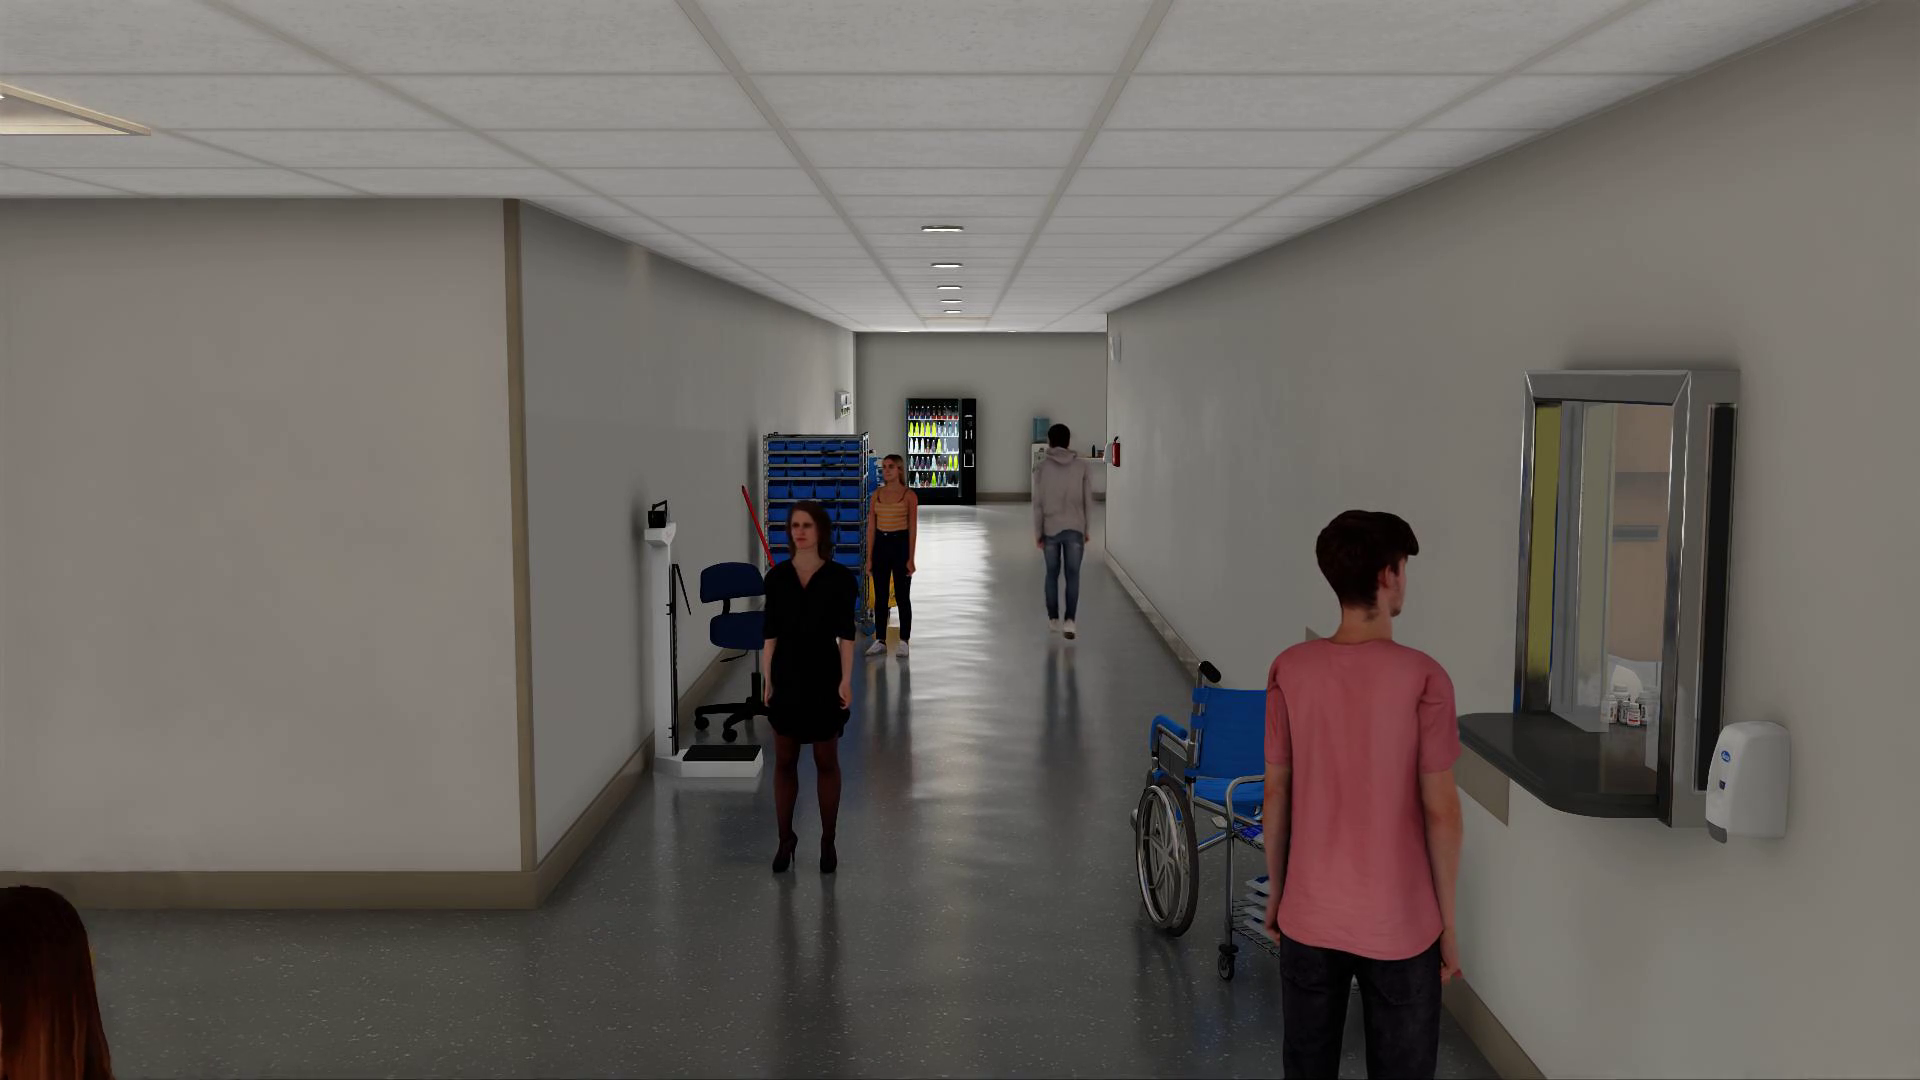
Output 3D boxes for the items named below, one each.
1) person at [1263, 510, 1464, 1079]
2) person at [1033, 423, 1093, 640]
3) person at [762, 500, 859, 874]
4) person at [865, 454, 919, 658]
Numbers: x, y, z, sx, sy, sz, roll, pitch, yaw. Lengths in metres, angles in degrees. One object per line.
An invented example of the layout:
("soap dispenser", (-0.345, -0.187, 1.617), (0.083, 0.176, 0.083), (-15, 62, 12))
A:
("person", (0.938, 0.904, 3.954), (0.659, 1.959, 0.770), (3, 7, 31))
("person", (0.880, -0.040, 14.080), (1.182, 1.811, 0.765), (0, 6, 3))
("person", (-0.698, 0.663, 7.614), (0.463, 1.706, 0.666), (1, 6, 6))
("person", (-0.541, 0.119, 13.409), (0.567, 1.628, 0.696), (2, 6, 20))
